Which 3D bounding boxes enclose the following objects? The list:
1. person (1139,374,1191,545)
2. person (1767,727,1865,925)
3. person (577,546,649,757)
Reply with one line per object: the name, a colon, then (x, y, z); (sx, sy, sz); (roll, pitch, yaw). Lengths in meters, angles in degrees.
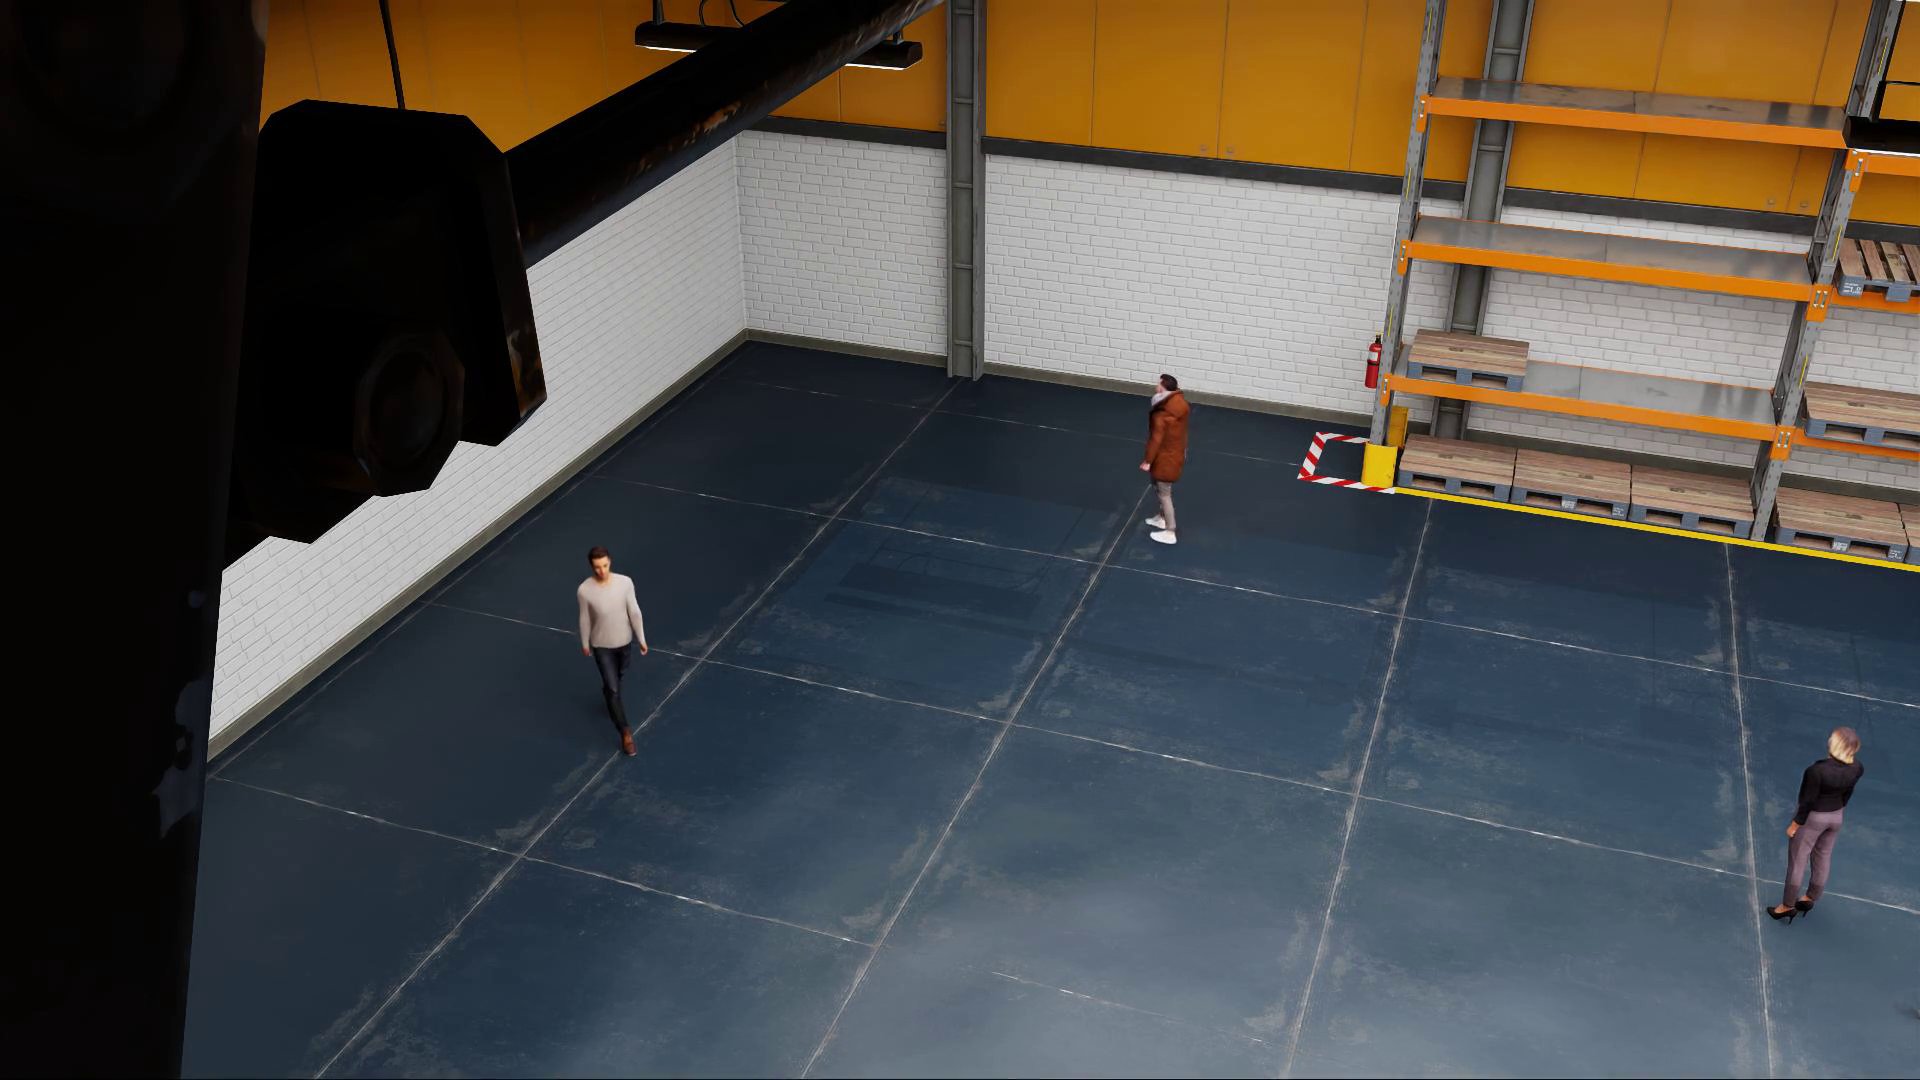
person: (2.191, -0.798, 16.991); (0.730, 1.820, 0.747); (14, 32, 24)
person: (6.158, 2.047, 11.930); (0.649, 1.672, 0.732); (-9, 30, -16)
person: (-2.948, 0.821, 14.018); (1.176, 1.824, 1.267); (-14, 32, -24)
